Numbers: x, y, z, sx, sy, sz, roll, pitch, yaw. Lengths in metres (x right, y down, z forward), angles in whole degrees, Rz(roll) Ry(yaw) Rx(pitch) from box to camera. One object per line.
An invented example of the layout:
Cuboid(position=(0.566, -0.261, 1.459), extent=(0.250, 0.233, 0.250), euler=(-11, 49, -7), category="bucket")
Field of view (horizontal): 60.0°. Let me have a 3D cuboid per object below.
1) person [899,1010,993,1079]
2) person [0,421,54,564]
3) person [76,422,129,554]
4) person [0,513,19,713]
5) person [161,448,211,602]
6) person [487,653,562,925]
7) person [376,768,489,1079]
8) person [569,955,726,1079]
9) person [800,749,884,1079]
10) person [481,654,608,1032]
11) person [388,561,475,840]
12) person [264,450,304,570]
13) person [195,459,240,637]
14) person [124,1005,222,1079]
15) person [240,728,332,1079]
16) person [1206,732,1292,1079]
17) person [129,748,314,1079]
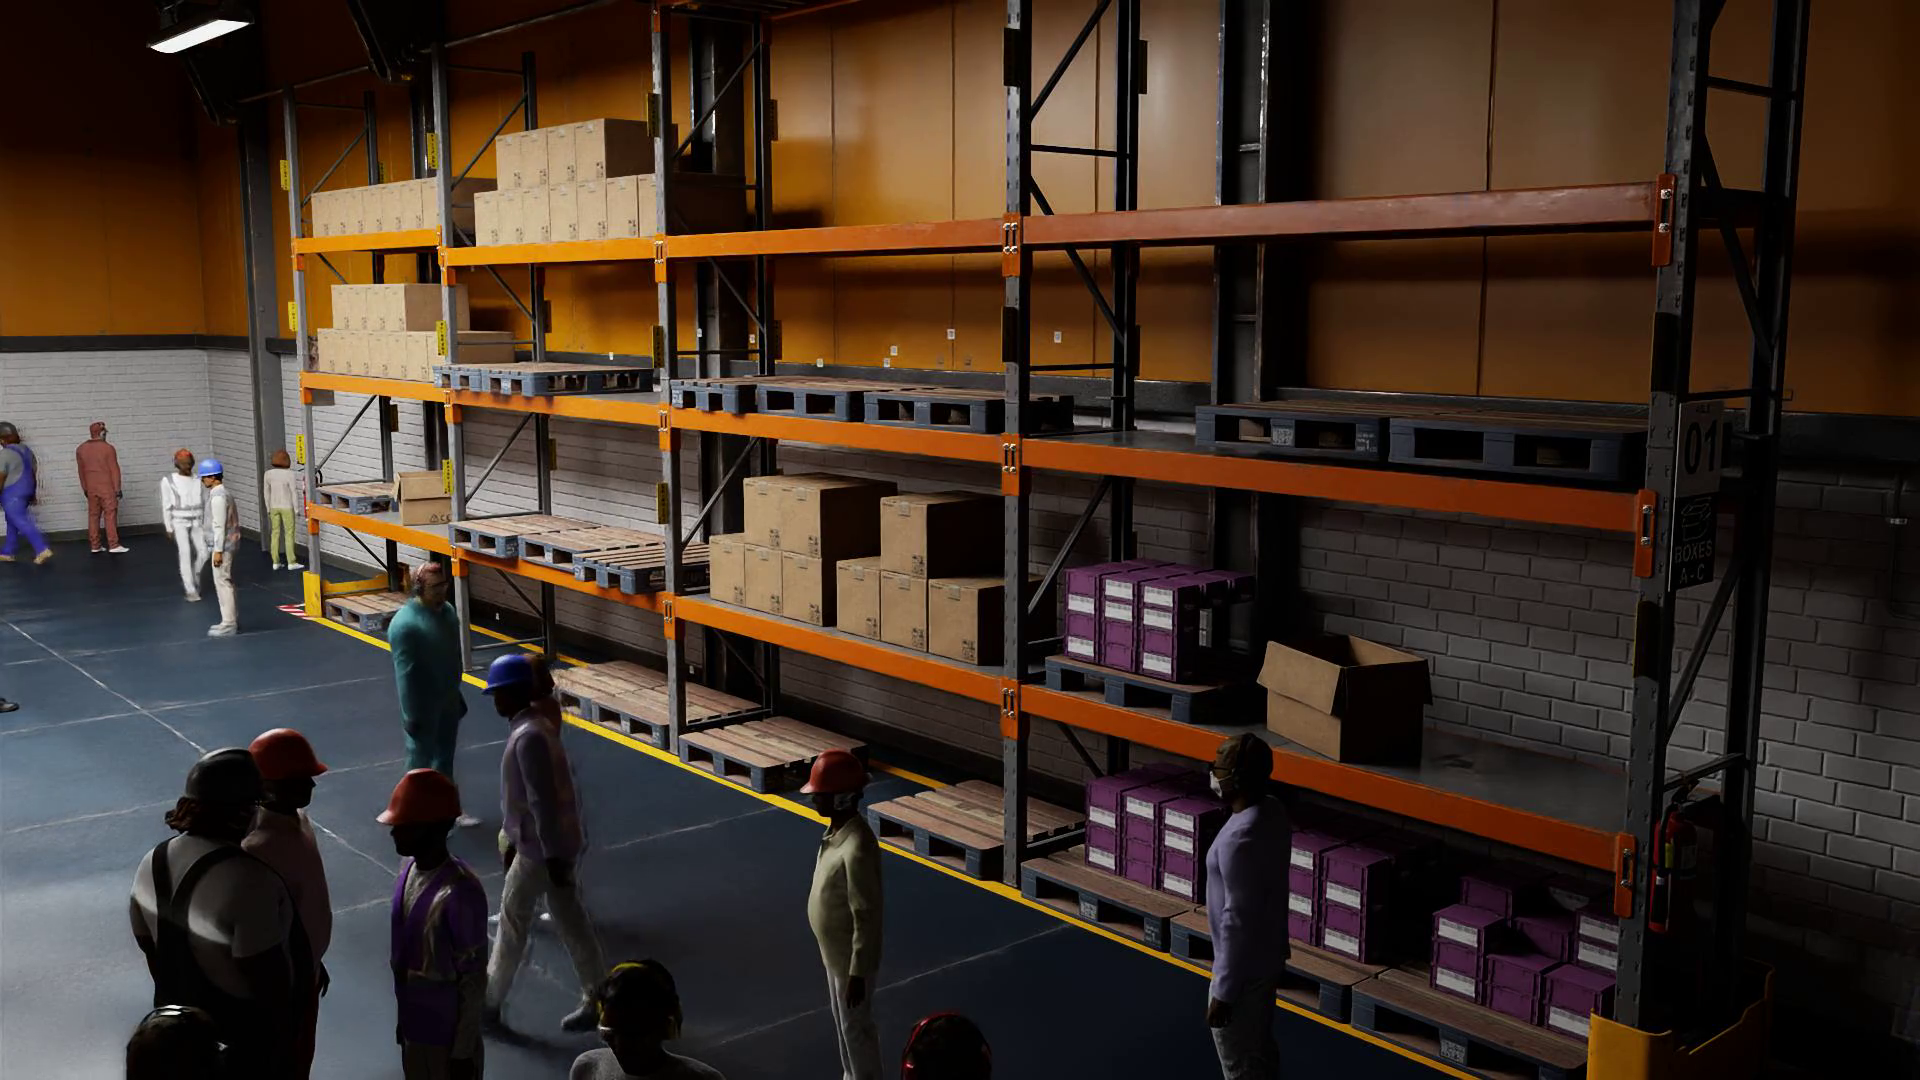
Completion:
Cuboid(position=(-0.039, 2.106, 4.376), extent=(0.572, 1.844, 0.376), euler=(-1, 8, -5), category="person")
Cuboid(position=(-13.072, -0.684, 23.099), extent=(0.999, 2.000, 0.689), euler=(1, 8, 4), category="person")
Cuboid(position=(-12.384, -0.752, 24.033), extent=(0.637, 1.911, 0.406), euler=(2, 8, 12), category="person")
Cuboid(position=(-8.654, 0.568, 14.749), extent=(0.376, 1.939, 0.547), euler=(-8, 11, -44), category="person")
Cuboid(position=(-9.355, -0.180, 20.170), extent=(0.408, 1.868, 0.586), euler=(7, 11, 41), category="person")
Cuboid(position=(-2.513, 1.459, 9.688), extent=(0.628, 1.610, 0.526), euler=(2, 8, 14), category="person")
Cuboid(position=(-1.963, 1.795, 6.208), extent=(0.545, 1.942, 0.354), euler=(8, 11, 44), category="person")
Cuboid(position=(-0.879, 2.059, 4.651), extent=(0.516, 1.865, 0.329), euler=(2, 8, 13), category="person")
Cuboid(position=(-0.507, 1.753, 7.153), extent=(0.342, 1.749, 0.570), euler=(-2, 8, -14), category="person")
Cuboid(position=(-2.158, 1.525, 8.321), extent=(0.849, 1.877, 0.654), euler=(0, 8, -3), category="person")
Cuboid(position=(-3.574, 1.083, 11.305), extent=(0.400, 1.904, 0.653), euler=(2, 9, 17), category="person")
Cuboid(position=(-9.197, -0.409, 22.599), extent=(0.507, 1.631, 0.275), euler=(2, 8, 14), category="person")
Cuboid(position=(-8.091, 0.079, 18.186), extent=(0.421, 1.932, 0.623), euler=(-3, 9, -20), category="person")
Cuboid(position=(-1.938, 2.101, 4.147), extent=(0.627, 1.929, 0.376), euler=(1, 8, 9), category="person")
Cuboid(position=(-2.648, 1.717, 6.565), extent=(0.379, 1.996, 0.610), euler=(-1, 8, -5), category="person")
Cuboid(position=(1.139, 1.724, 6.717), extent=(0.372, 1.940, 0.630), euler=(3, 9, 21), category="person")
Cuboid(position=(-2.666, 1.752, 6.170), extent=(0.674, 2.000, 0.535), euler=(4, 9, 28), category="person")
